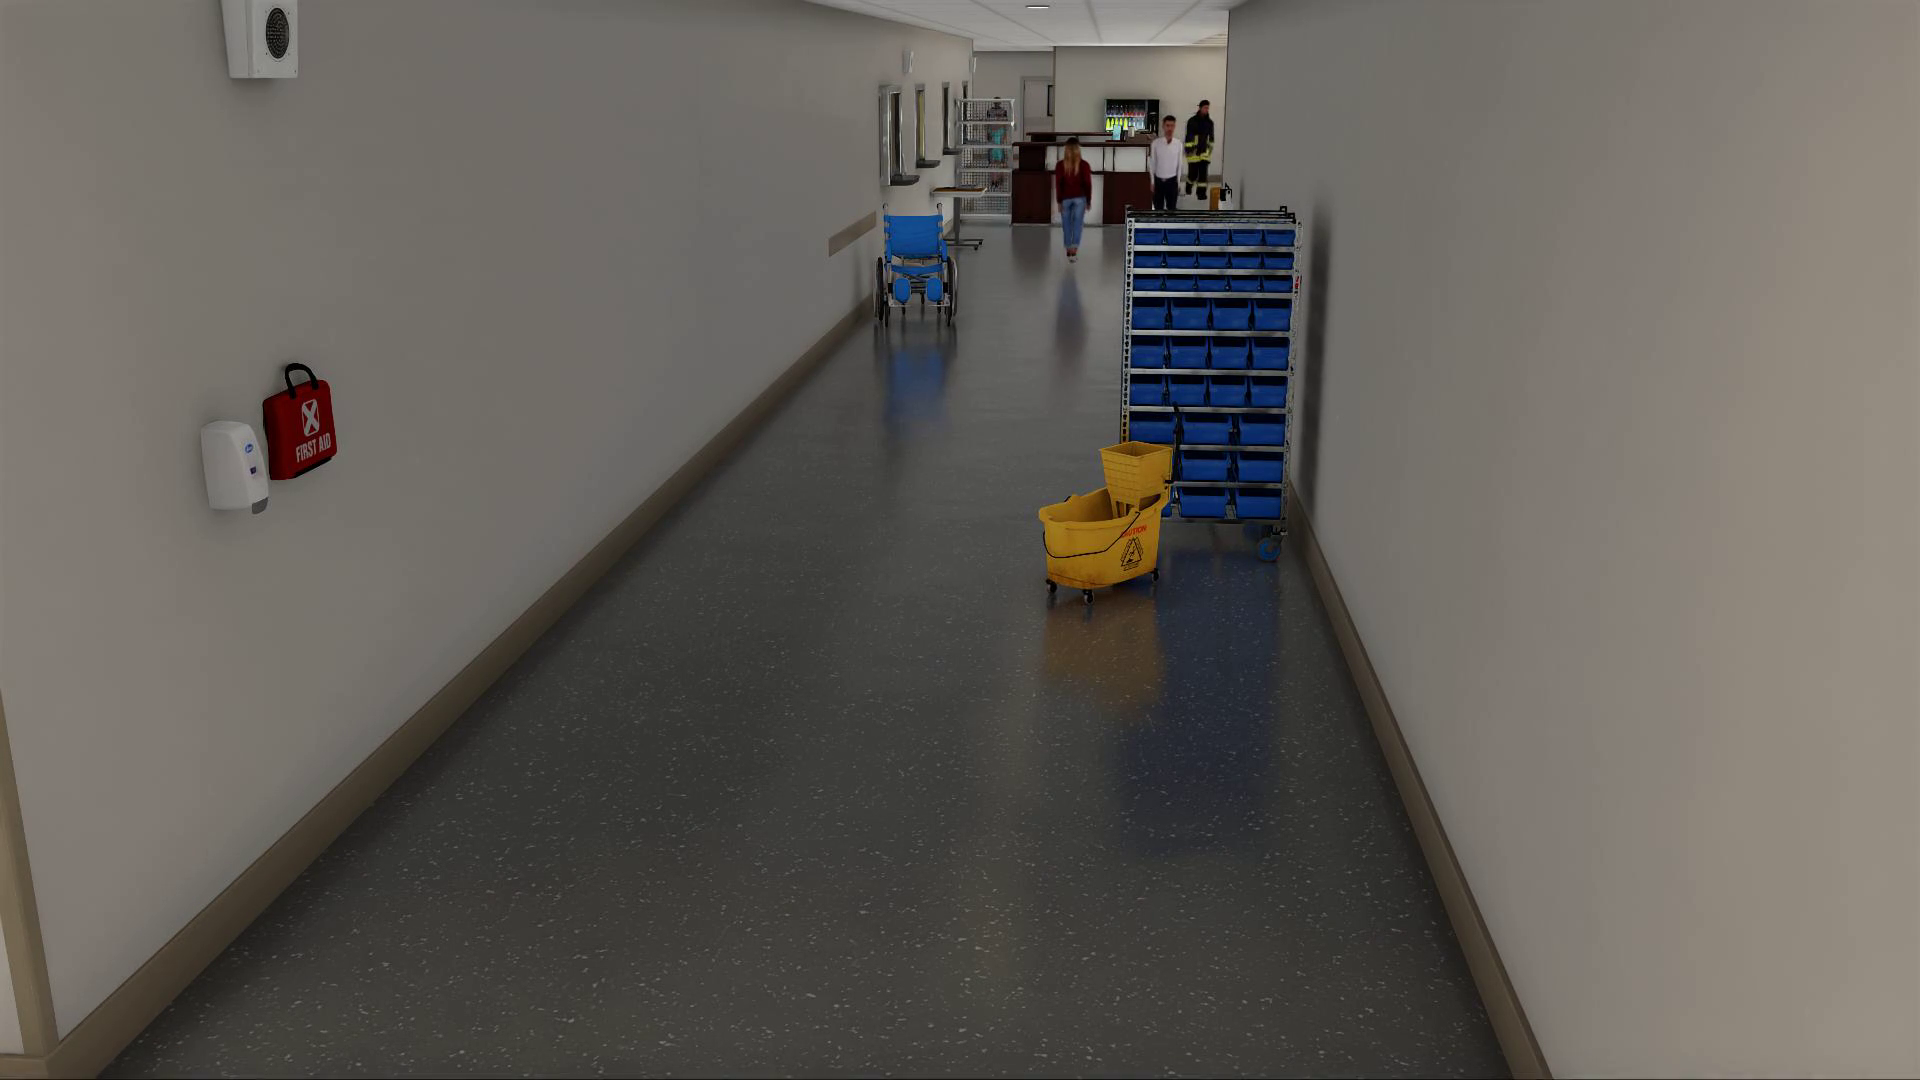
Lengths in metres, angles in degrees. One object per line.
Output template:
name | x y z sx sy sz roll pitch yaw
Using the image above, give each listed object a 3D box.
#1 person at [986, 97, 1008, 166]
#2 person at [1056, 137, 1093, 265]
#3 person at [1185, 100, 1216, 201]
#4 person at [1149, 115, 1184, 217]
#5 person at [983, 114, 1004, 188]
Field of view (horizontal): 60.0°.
person | 0.930 -10.319 42.226 0.499 1.822 0.747 0 16 1
person | 1.449 -4.316 21.357 1.075 1.591 0.741 3 16 9
person | 4.629 -7.610 32.480 0.976 1.897 0.993 -4 16 -14
person | 2.855 -4.966 23.255 1.161 1.813 0.682 2 16 6
person | 0.739 -8.372 35.868 0.918 1.525 0.681 3 16 11
